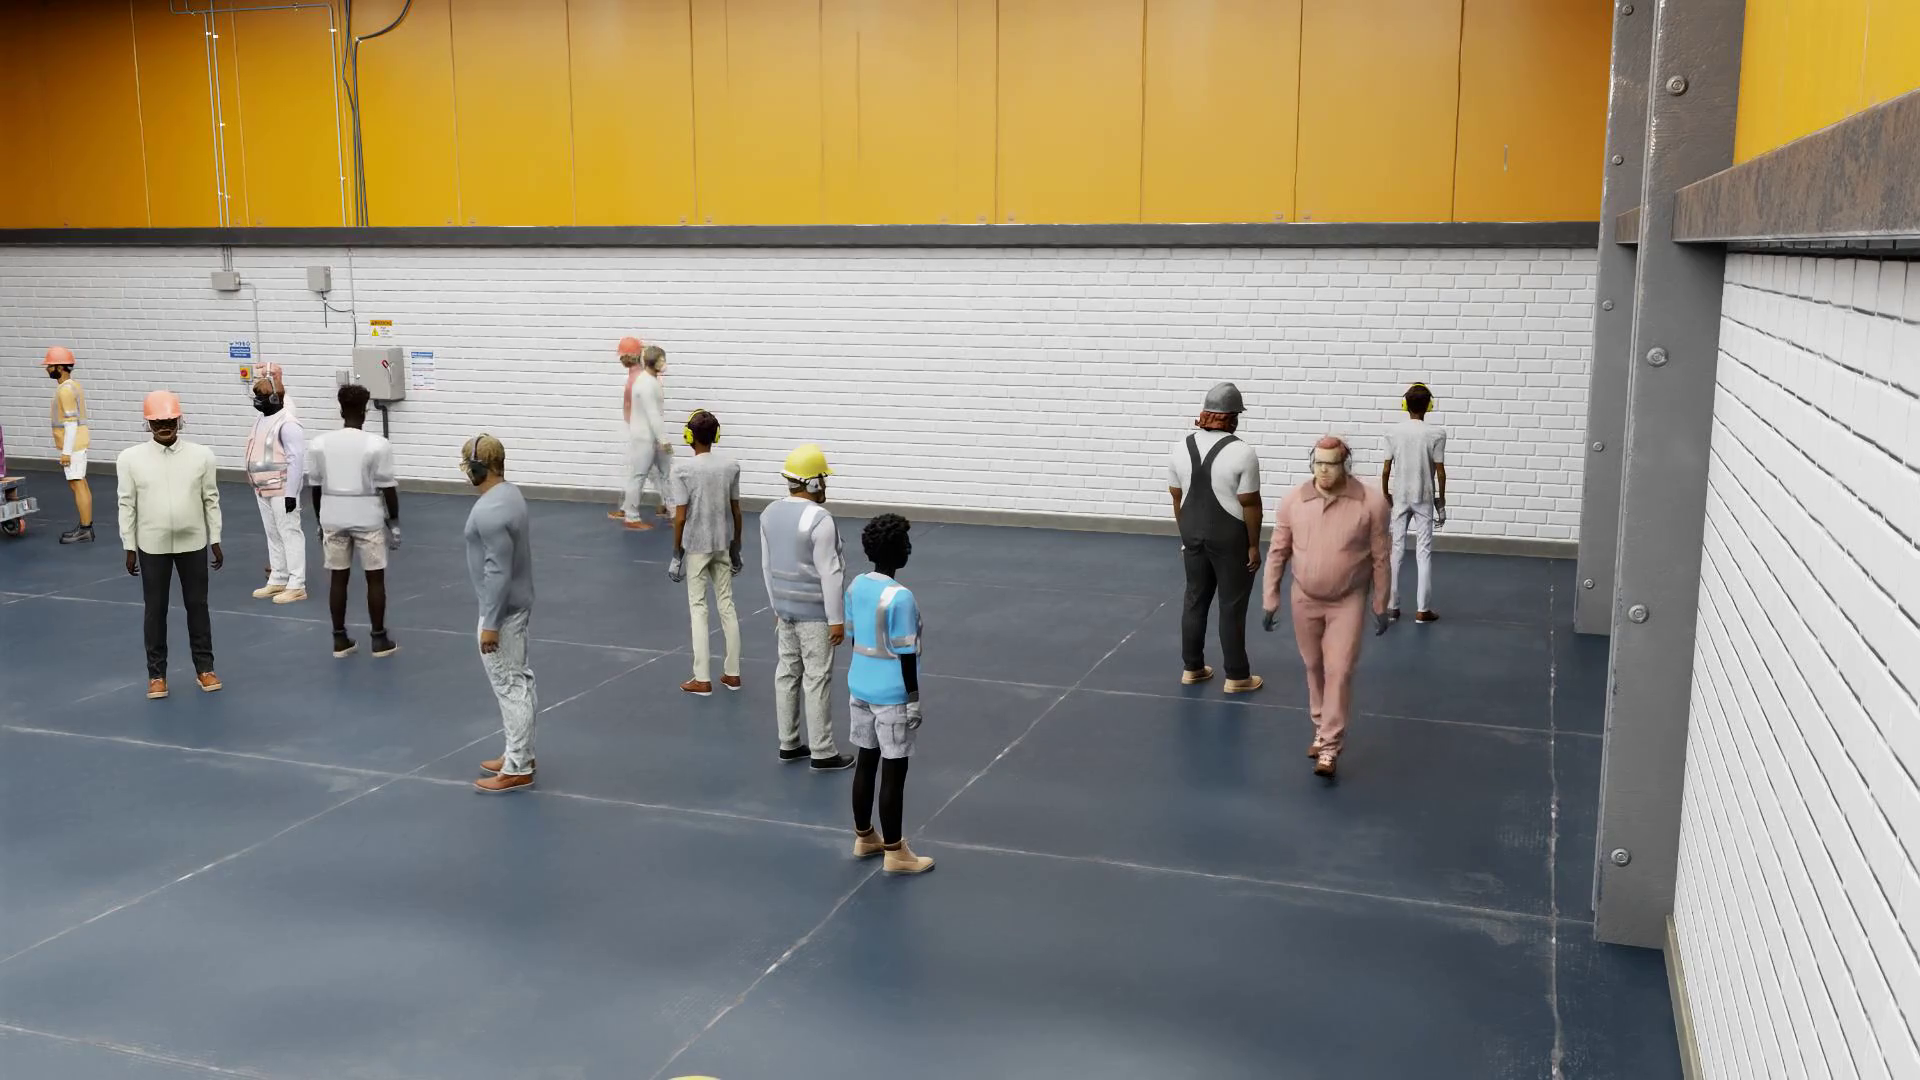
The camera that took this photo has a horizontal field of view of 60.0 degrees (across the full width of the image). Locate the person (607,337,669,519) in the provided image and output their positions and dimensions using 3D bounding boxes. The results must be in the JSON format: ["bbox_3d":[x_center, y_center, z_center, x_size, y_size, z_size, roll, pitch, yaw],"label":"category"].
[{"bbox_3d":[-3.426,-1.181,17.753,0.761,1.958,0.659,0,10,2],"label":"person"}]

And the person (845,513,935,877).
[{"bbox_3d":[-0.342,0.715,7.762,0.318,1.697,0.536,-7,12,-33],"label":"person"}]

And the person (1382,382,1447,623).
[{"bbox_3d":[3.526,-0.290,12.922,0.514,1.877,0.328,5,11,28],"label":"person"}]

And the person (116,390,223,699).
[{"bbox_3d":[-5.122,0.022,10.825,0.613,1.994,0.382,-7,12,-33],"label":"person"}]

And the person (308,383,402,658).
[{"bbox_3d":[-4.274,-0.130,11.818,0.626,1.948,0.428,0,10,0],"label":"person"}]

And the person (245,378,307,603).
[{"bbox_3d":[-5.625,-0.407,13.675,0.622,1.844,0.429,9,14,42],"label":"person"}]

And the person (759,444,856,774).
[{"bbox_3d":[-0.841,0.379,9.268,0.403,1.835,0.588,-10,14,-44],"label":"person"}]

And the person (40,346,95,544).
[{"bbox_3d":[-8.756,-0.930,16.342,0.362,1.939,0.542,-4,11,-20],"label":"person"}]

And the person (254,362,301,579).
[{"bbox_3d":[-6.022,-0.613,14.649,0.400,1.910,0.643,-4,11,-19],"label":"person"}]

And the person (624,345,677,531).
[{"bbox_3d":[-3.050,-1.024,16.966,0.878,1.900,0.624,0,10,-2],"label":"person"}]

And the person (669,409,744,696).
[{"bbox_3d":[-1.655,0.080,10.854,0.532,1.868,0.310,-7,12,-36],"label":"person"}]

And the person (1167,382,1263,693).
[{"bbox_3d":[1.735,-0.027,10.973,0.684,2.000,0.538,10,14,43],"label":"person"}]

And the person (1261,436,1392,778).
[{"bbox_3d":[1.995,0.367,9.220,0.681,1.865,0.915,5,11,28],"label":"person"}]

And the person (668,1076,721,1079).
[{"bbox_3d":[-0.357,1.602,2.122,0.593,1.922,0.373,7,12,34],"label":"person"}]

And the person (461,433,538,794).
[{"bbox_3d":[-2.463,0.392,8.913,0.374,1.934,0.628,-1,10,-6],"label":"person"}]
